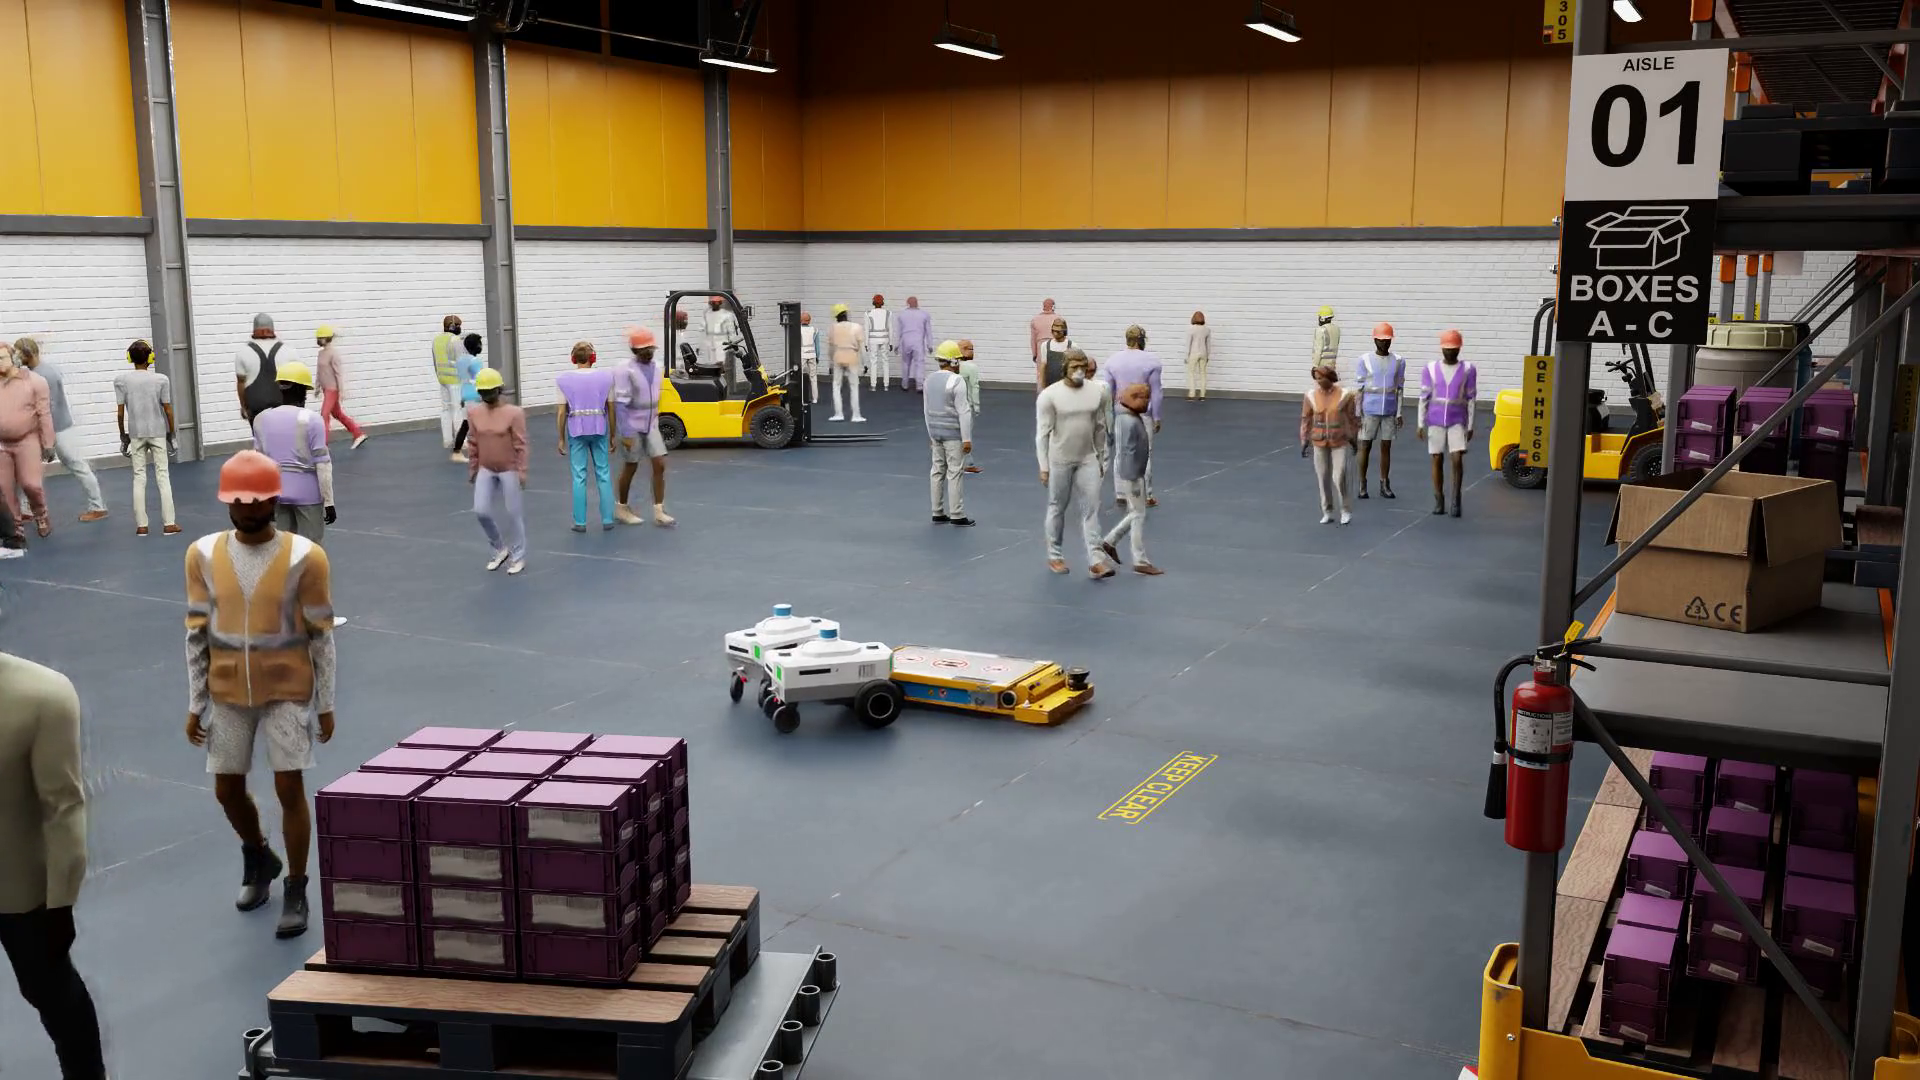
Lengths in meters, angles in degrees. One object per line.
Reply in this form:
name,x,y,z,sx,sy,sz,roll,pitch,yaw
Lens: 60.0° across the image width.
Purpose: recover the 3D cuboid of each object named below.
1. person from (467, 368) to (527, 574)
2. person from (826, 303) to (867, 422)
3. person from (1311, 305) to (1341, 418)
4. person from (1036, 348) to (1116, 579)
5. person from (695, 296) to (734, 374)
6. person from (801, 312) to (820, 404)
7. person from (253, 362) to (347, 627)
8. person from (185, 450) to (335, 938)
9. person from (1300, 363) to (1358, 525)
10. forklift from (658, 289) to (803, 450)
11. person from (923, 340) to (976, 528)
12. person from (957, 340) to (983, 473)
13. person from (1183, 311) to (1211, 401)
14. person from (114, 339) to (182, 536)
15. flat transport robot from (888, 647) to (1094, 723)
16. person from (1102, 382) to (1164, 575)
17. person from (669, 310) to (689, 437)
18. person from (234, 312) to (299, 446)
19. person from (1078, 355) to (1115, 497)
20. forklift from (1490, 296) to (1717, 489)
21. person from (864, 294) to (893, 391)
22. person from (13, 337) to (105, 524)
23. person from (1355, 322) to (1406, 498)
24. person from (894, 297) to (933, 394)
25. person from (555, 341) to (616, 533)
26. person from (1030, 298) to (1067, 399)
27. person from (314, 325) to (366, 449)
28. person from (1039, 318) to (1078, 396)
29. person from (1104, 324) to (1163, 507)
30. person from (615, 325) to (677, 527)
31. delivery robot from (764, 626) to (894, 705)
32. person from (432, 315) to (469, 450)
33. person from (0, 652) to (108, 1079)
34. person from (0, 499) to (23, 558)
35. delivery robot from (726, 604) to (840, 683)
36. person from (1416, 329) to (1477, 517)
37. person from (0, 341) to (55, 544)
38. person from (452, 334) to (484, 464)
person,-3.854,-0.572,13.881,0.561,1.739,0.444,2,10,10
person,-1.812,-2.813,26.498,0.663,1.887,0.394,0,10,3
person,5.933,-2.899,27.105,0.591,1.837,0.403,-10,14,-44
person,0.966,-0.613,13.680,0.666,1.896,0.934,-4,10,-20
person,-4.473,-3.515,30.201,0.622,1.995,1.015,3,10,16
person,-2.737,-3.222,29.549,0.523,1.636,0.310,-5,11,-26
person,-4.720,-0.309,11.875,0.586,1.917,0.380,3,10,14
person,-2.781,0.592,6.629,0.569,1.933,0.489,-1,10,-6
person,3.640,-0.943,16.417,0.534,1.610,0.458,5,11,26
forklift,-3.358,-2.392,23.136,2.313,2.155,1.214,-1,10,-5
person,-0.096,-1.041,16.347,0.404,1.837,0.590,-9,13,-42
person,0.047,-1.633,20.359,0.283,1.633,0.498,-10,14,-44
person,4.313,-3.334,30.209,0.501,1.634,0.277,-4,11,-21
person,-7.727,-0.968,15.829,0.513,1.872,0.328,-3,10,-16
flat transport robot,0.020,0.842,9.972,1.431,0.197,0.652,5,11,27
person,1.452,-0.515,13.931,0.542,1.625,0.507,3,10,16
person,-4.043,-2.410,24.200,0.574,1.857,0.583,-6,11,-30
person,-7.960,-1.624,19.133,0.684,2.000,0.619,-5,11,-27
person,1.337,-1.107,17.324,0.551,1.630,0.484,4,11,23
forklift,7.296,-1.677,18.993,2.313,2.155,1.214,5,11,27
person,-1.586,-3.845,32.450,0.575,1.883,0.355,-2,10,-12
person,-9.061,-1.075,16.520,0.653,1.867,0.909,8,13,39
person,4.602,-1.417,18.232,0.545,1.938,0.354,0,10,-2
person,-0.894,-3.752,32.052,0.717,1.837,1.037,0,10,-2
person,-3.589,-0.984,16.010,0.564,1.839,0.392,-4,10,-20
person,1.553,-3.249,28.946,0.639,1.904,0.409,3,10,19
person,-8.465,-2.050,22.475,0.869,1.732,0.529,-9,13,-42
person,1.292,-1.982,21.796,0.505,1.838,0.347,2,10,14
person,1.831,-1.302,17.573,0.629,1.937,0.379,4,11,24
person,-3.100,-1.099,16.218,0.879,1.986,0.625,8,13,39
delivery robot,-0.751,0.734,9.508,0.707,0.478,0.477,-3,10,-18
person,-6.936,-2.157,22.813,0.619,1.839,0.430,8,12,37
person,-2.728,0.942,4.638,0.624,1.935,1.050,-1,10,-8
person,-8.765,-0.744,14.515,0.977,1.867,0.619,-3,10,-16
delivery robot,-1.072,0.633,10.089,0.477,0.478,0.707,9,14,43
person,4.949,-1.186,16.946,0.564,1.915,0.625,4,10,20
person,-8.686,-0.882,15.280,0.663,1.885,0.461,-2,10,-11
person,-6.173,-1.817,21.364,0.876,1.651,0.541,-5,11,-29
